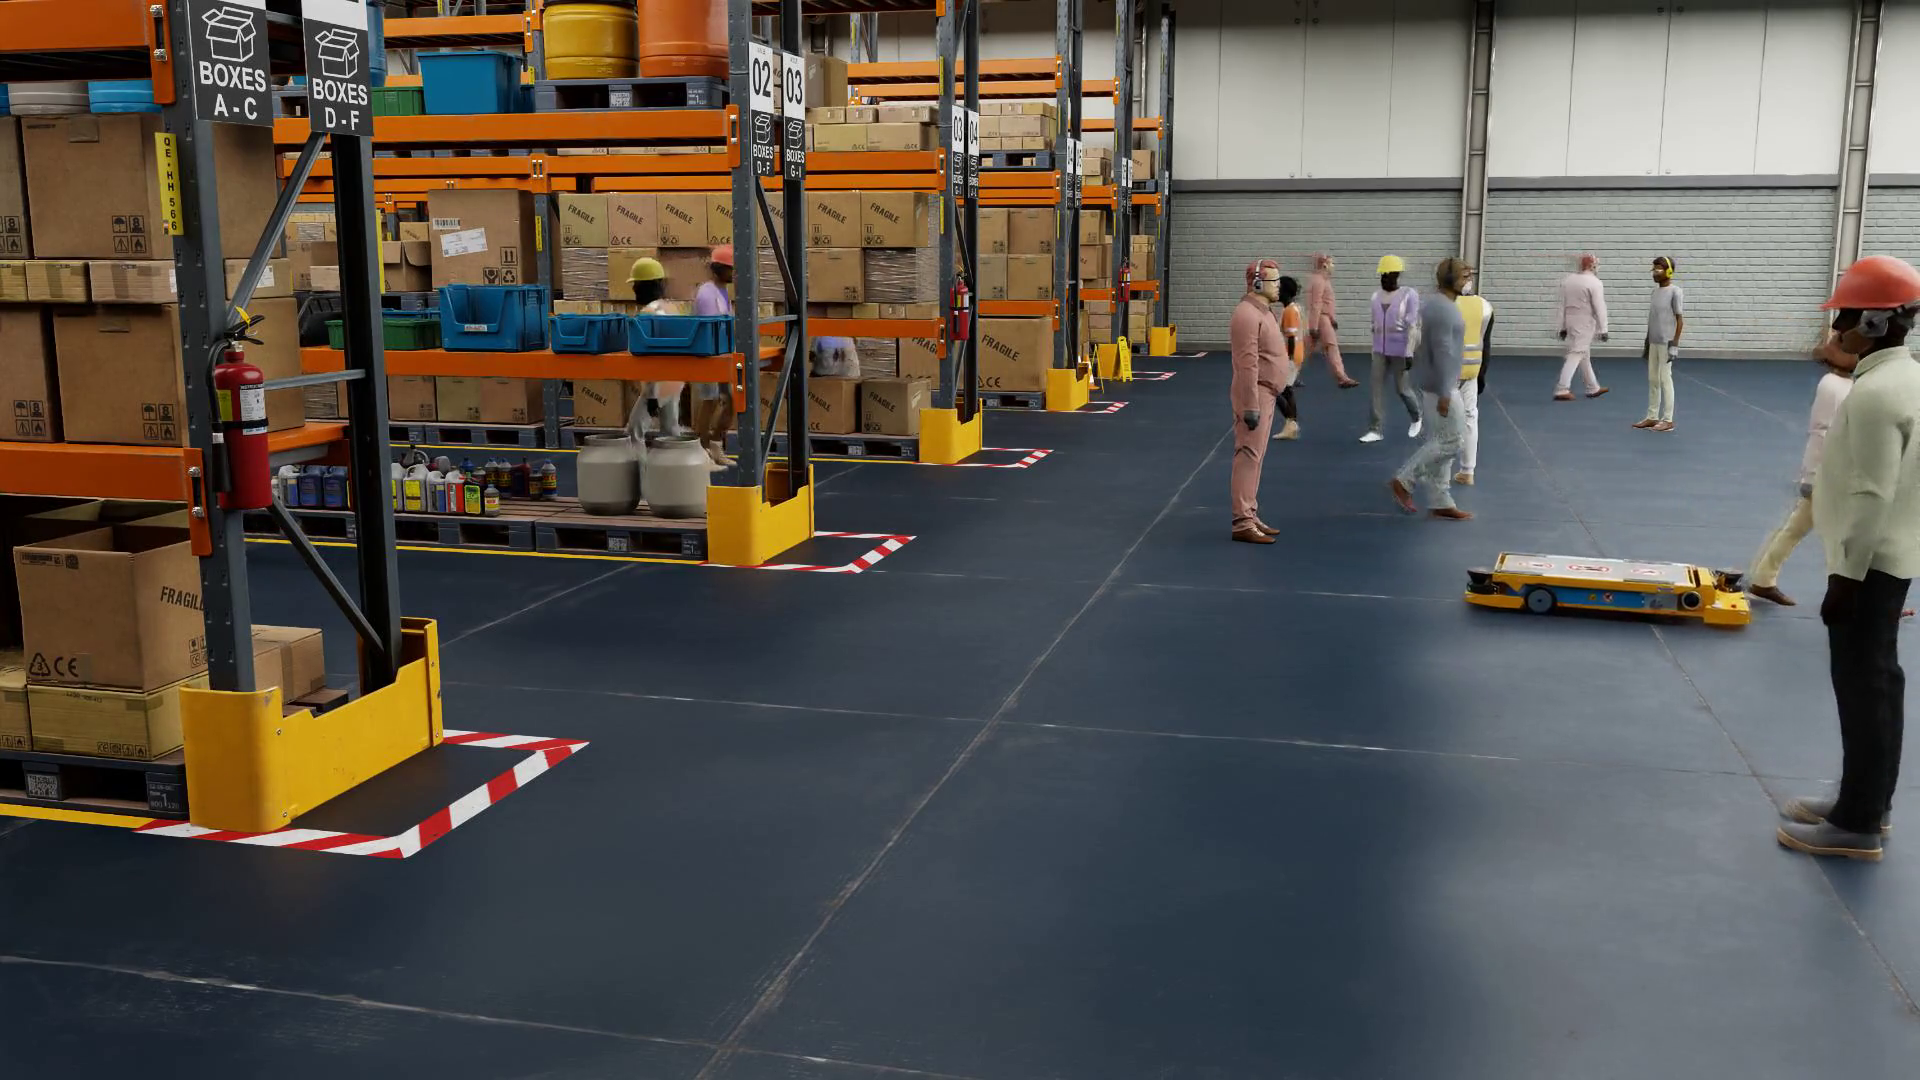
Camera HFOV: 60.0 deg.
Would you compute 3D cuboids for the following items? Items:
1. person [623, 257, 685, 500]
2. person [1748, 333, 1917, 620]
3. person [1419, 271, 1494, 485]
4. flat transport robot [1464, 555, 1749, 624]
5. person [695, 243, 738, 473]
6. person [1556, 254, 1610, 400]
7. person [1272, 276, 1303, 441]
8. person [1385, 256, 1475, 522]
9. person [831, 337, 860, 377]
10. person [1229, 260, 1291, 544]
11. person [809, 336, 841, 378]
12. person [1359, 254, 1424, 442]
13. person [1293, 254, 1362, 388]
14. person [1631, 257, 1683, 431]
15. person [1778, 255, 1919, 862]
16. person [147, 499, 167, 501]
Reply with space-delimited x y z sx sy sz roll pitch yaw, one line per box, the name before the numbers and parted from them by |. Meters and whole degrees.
person | -2.351 -1.144 12.431 0.682 1.903 0.623 2 10 10
person | 4.774 -0.373 9.055 0.871 1.580 0.510 8 13 38
person | 4.101 -1.365 13.851 0.633 1.841 0.429 -3 11 -17
flat transport robot | 3.576 0.254 9.235 1.431 0.197 0.652 4 11 21
person | -2.130 -1.570 14.533 0.529 2.014 0.616 2 10 10
person | 8.053 -2.715 21.280 0.963 1.857 0.669 -2 11 -14
person | 3.292 -1.825 16.844 0.381 1.679 0.550 1 10 6
person | 3.456 -1.077 12.013 0.536 1.929 0.646 3 11 16
person | -1.352 -2.448 19.526 0.844 1.964 0.634 1 10 7
person | 2.037 -0.940 11.315 0.406 1.910 0.639 3 11 17
person | -1.372 -2.110 17.796 0.856 1.913 0.545 2 10 11
person | 4.437 -1.949 16.932 0.822 1.901 0.594 -9 14 -41
person | 5.011 -3.020 23.003 1.038 1.852 0.644 1 10 7
person | 7.525 -2.099 17.857 0.309 1.864 0.535 -2 10 -12
person | 2.995 0.061 5.532 0.402 1.990 0.622 8 13 39
person | -5.007 -0.761 10.531 0.890 1.829 0.557 2 10 11
